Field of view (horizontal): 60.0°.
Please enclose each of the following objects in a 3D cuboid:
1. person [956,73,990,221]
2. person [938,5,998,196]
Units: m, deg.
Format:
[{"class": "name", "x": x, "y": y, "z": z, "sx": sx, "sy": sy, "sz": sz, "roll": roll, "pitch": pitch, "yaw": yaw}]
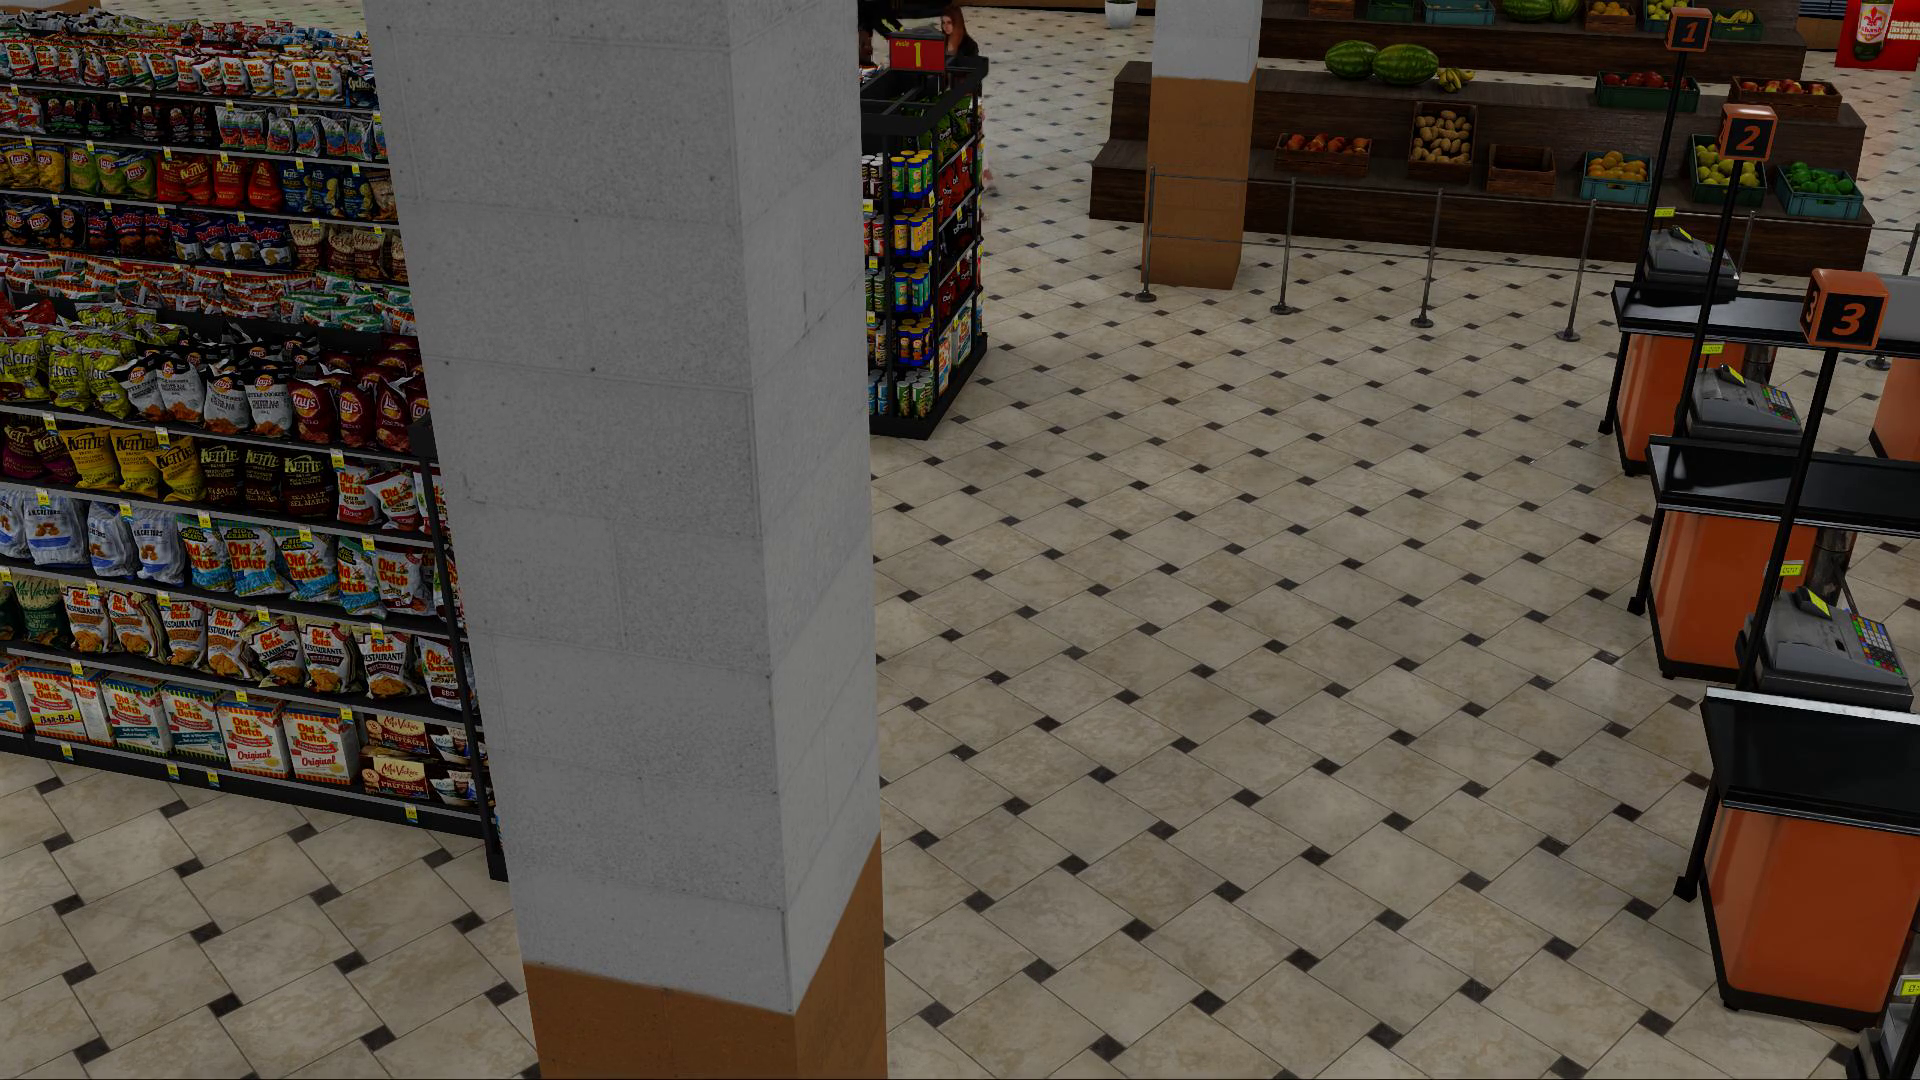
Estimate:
[{"class": "person", "x": 0.045, "y": -3.278, "z": 13.749, "sx": 0.557, "sy": 1.310, "sz": 0.548, "roll": 17, "pitch": 33, "yaw": 28}, {"class": "person", "x": 0.085, "y": -3.708, "z": 14.179, "sx": 1.115, "sy": 1.653, "sz": 1.076, "roll": -18, "pitch": 34, "yaw": -30}]
